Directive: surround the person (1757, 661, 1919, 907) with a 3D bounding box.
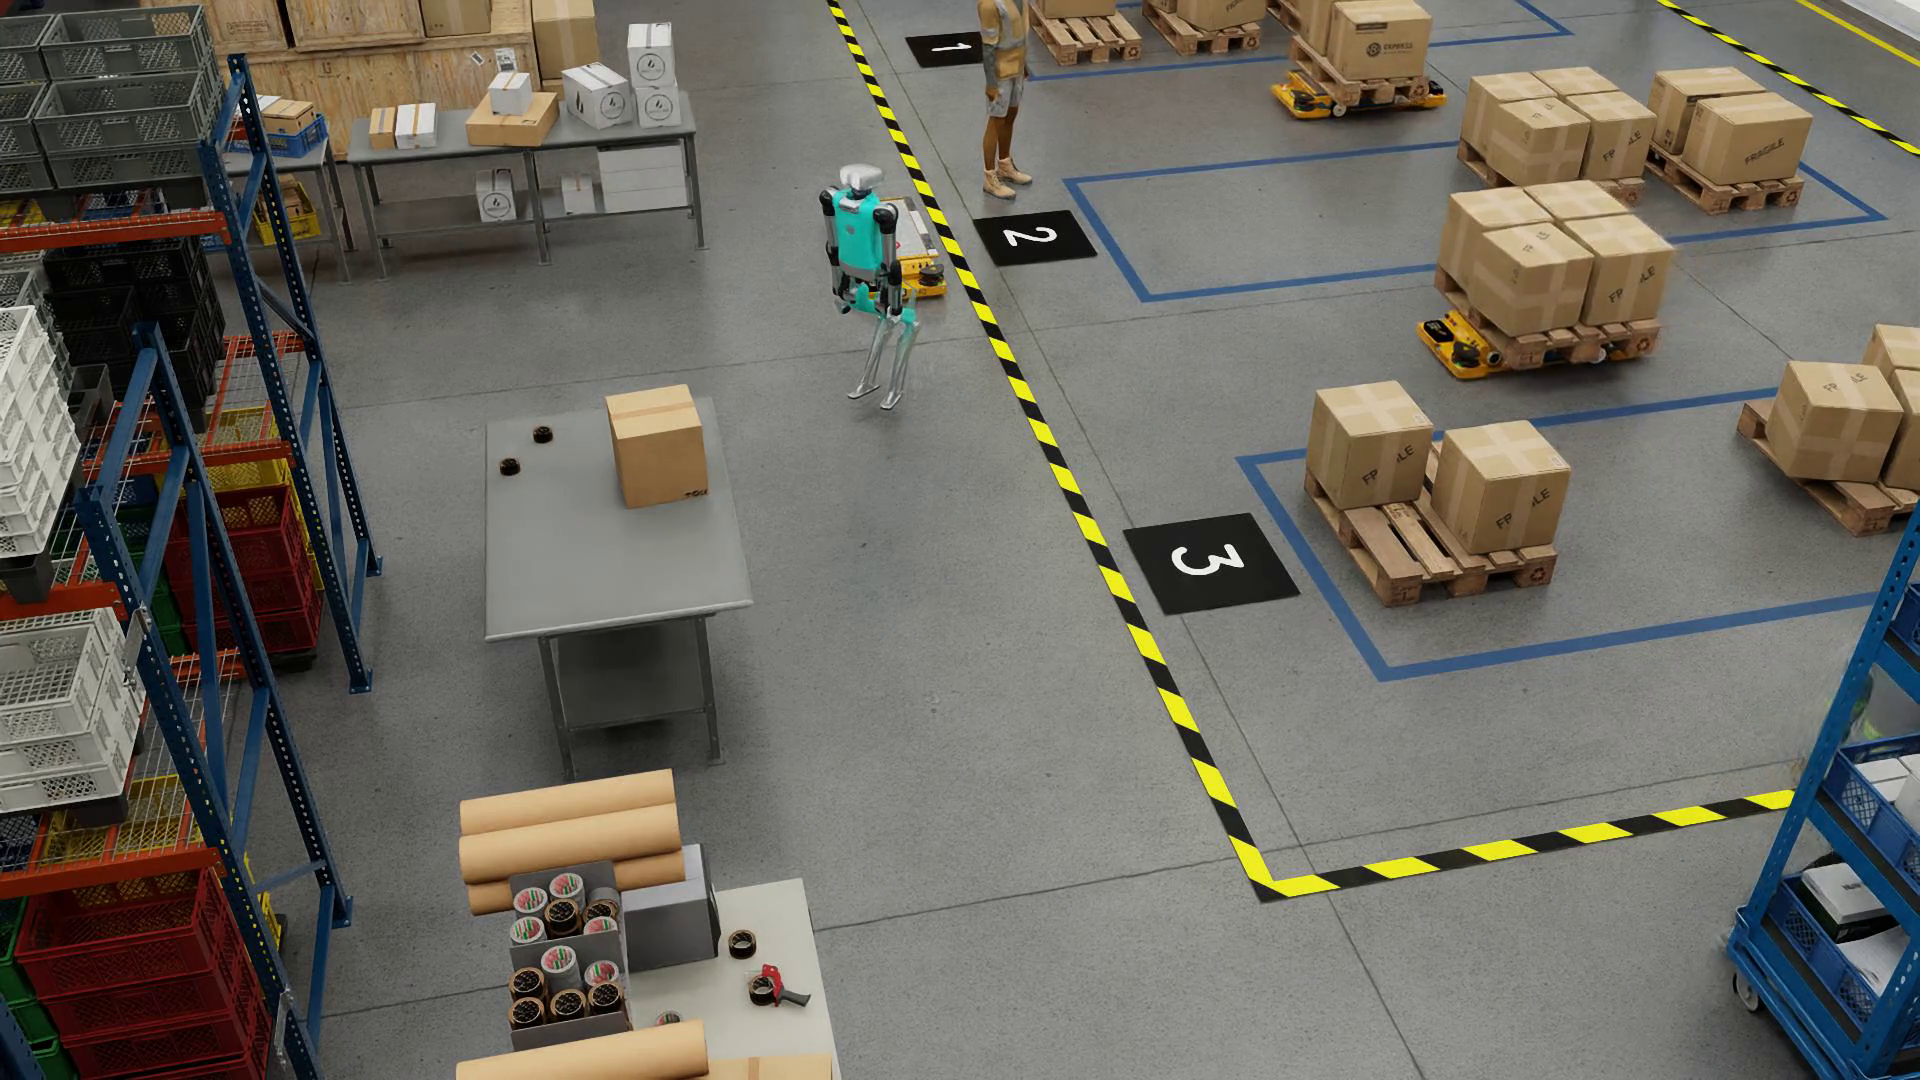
[{"bbox_3d":[3.852,0.958,6.968,0.860,1.817,0.591,-9,38,-12],"label":"person"}]

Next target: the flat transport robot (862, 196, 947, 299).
[{"bbox_3d":[-0.570,-2.220,12.538,0.659,0.231,1.431,-8,37,-10],"label":"flat transport robot"}]

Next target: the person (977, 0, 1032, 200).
[{"bbox_3d":[0.382,-3.700,13.042,0.372,2.042,0.613,18,40,23],"label":"person"}]

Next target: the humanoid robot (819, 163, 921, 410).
[{"bbox_3d":[-0.473,-1.636,10.409,0.533,1.677,0.735,22,42,26],"label":"humanoid robot"}]

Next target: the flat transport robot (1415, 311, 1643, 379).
[{"bbox_3d":[3.952,-1.432,11.455,1.431,0.197,0.652,-8,37,-10],"label":"flat transport robot"}]

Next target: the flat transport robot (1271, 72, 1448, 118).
[{"bbox_3d":[3.605,-4.078,15.011,1.431,0.197,0.652,-8,37,-10],"label":"flat transport robot"}]
